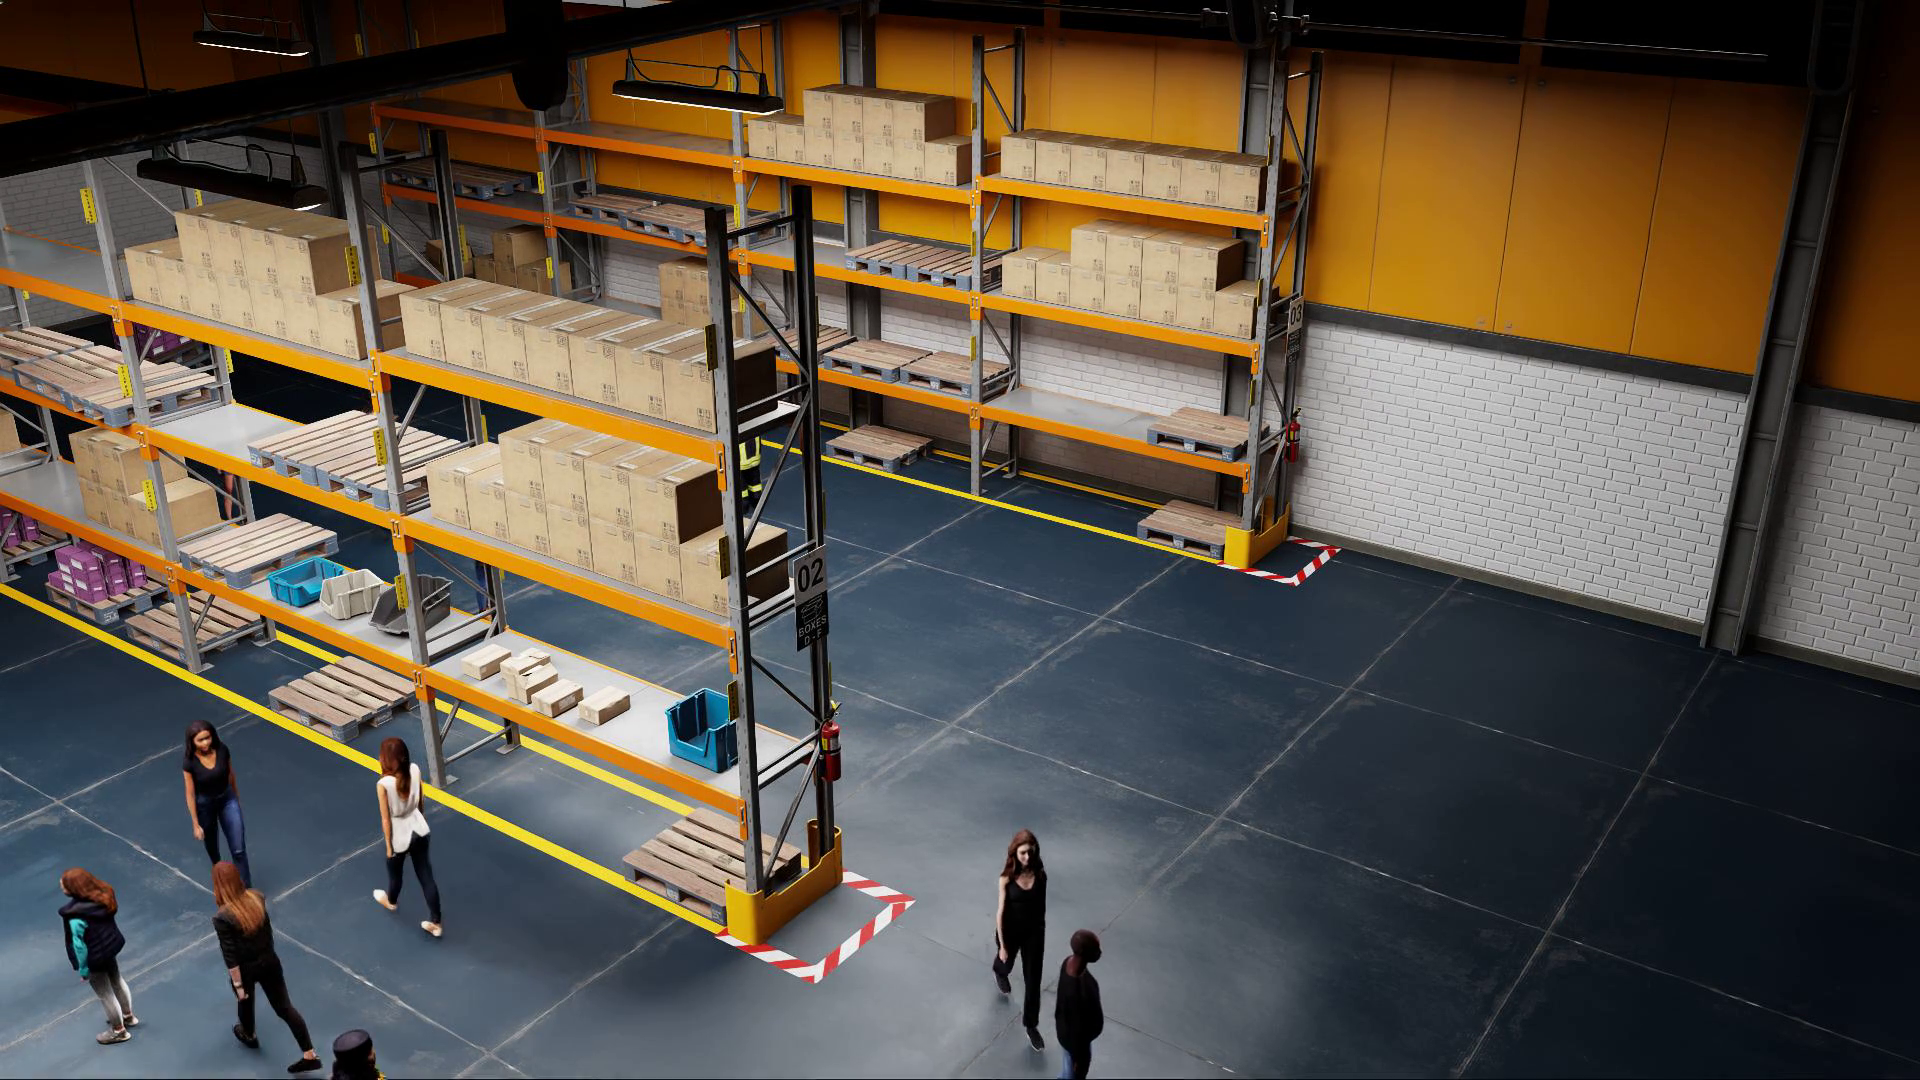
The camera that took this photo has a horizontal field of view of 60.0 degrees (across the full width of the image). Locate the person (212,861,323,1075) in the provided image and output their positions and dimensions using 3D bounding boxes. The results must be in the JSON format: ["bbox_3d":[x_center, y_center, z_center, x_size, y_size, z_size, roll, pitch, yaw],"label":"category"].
[{"bbox_3d":[-4.981,3.112,11.915,1.162,1.656,0.602,13,27,27],"label":"person"}]

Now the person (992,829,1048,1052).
[{"bbox_3d":[0.417,2.867,12.413,1.045,1.706,1.190,-6,24,-14],"label":"person"}]

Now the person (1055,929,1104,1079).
[{"bbox_3d":[0.771,3.362,11.230,0.714,1.747,0.680,-1,24,-2],"label":"person"}]

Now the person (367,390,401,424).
[{"bbox_3d":[-7.234,-0.969,20.994,1.020,1.862,1.037,1,24,3],"label":"person"}]

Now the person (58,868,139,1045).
[{"bbox_3d":[-6.350,3.044,12.265,0.727,1.500,0.680,0,24,0],"label":"person"}]

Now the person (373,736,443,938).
[{"bbox_3d":[-4.379,2.426,13.371,1.030,1.748,0.660,17,29,34],"label":"person"}]

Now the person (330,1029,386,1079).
[{"bbox_3d":[-3.778,3.808,10.353,1.130,1.633,1.093,-5,24,-12],"label":"person"}]

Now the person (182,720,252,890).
[{"bbox_3d":[-6.234,2.247,13.863,0.801,1.681,1.240,-19,30,-36],"label":"person"}]
